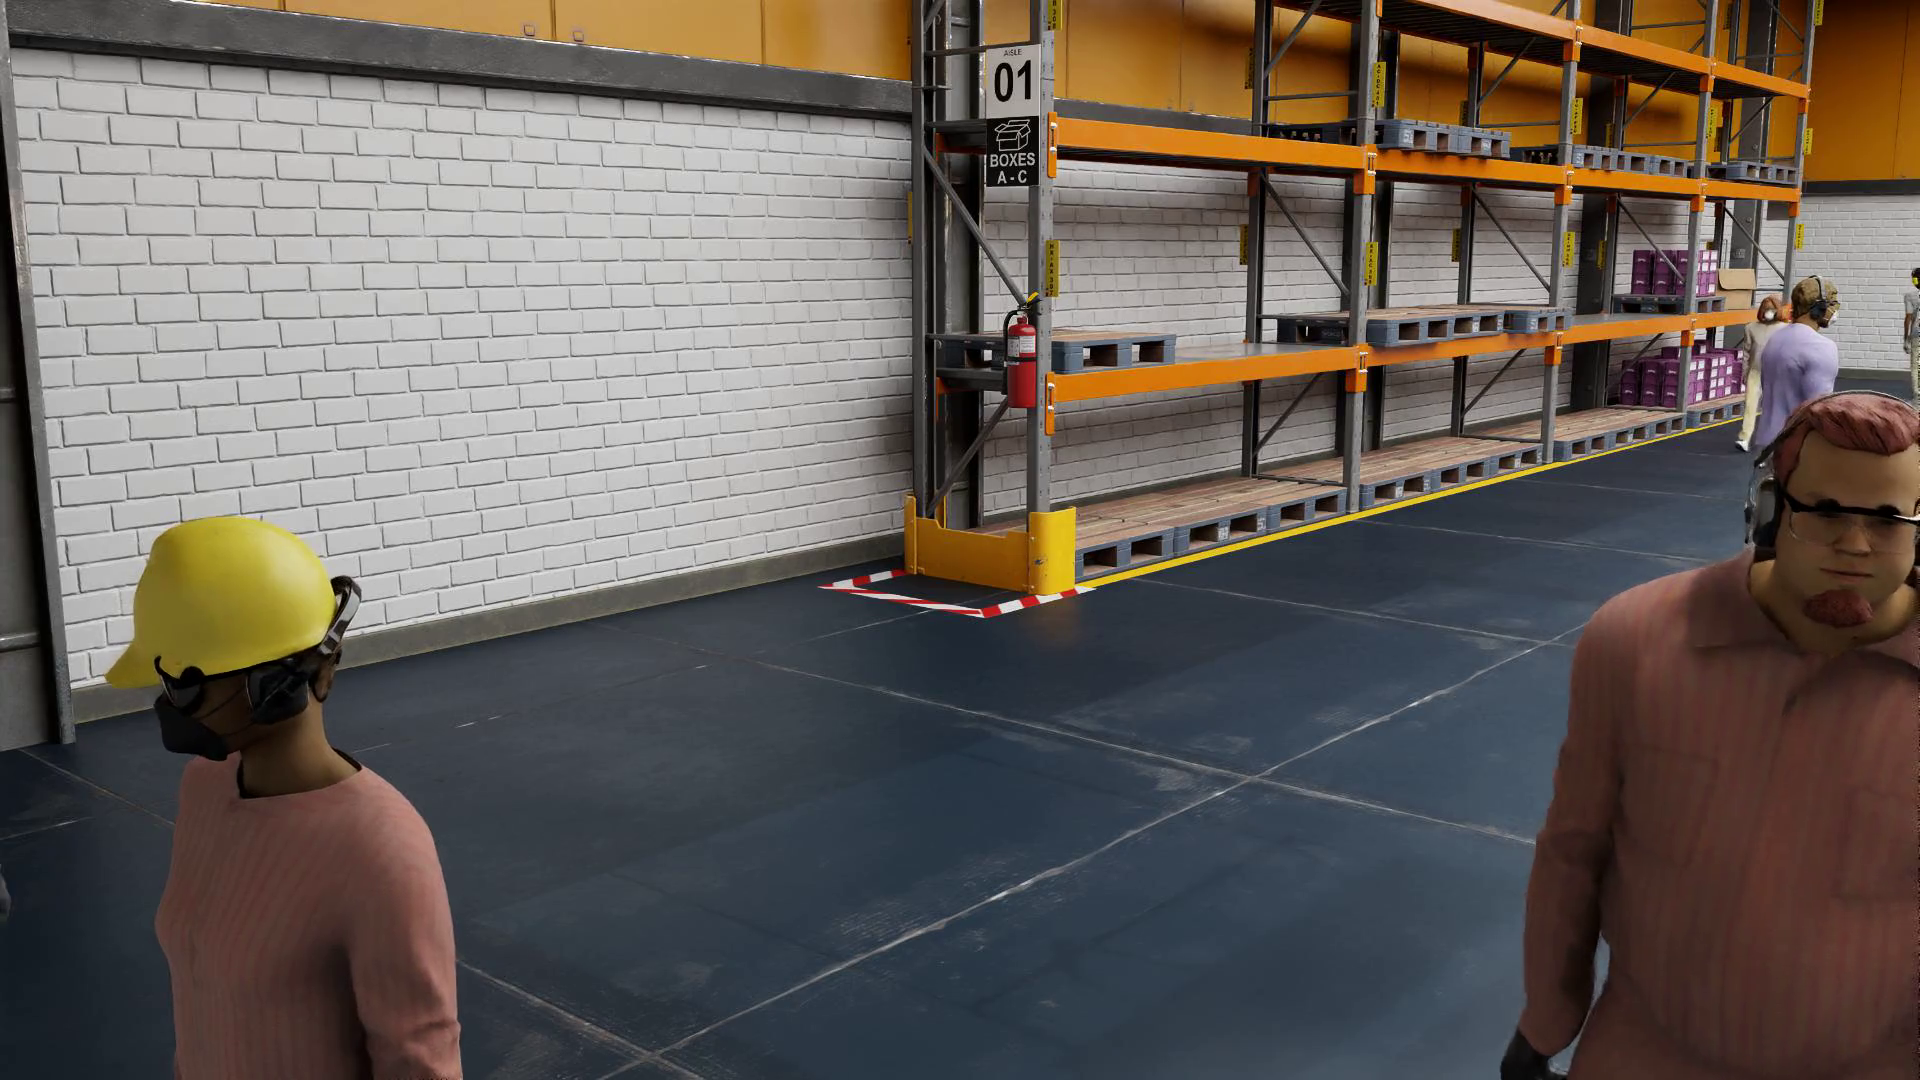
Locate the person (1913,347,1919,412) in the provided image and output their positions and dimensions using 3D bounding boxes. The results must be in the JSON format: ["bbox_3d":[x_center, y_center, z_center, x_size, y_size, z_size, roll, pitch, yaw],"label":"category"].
[{"bbox_3d":[6.069,-0.651,10.000,0.622,1.969,0.822,6,11,29],"label":"person"}]

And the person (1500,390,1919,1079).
[{"bbox_3d":[1.111,0.736,2.298,0.695,1.899,0.482,6,12,32],"label":"person"}]

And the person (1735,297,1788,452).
[{"bbox_3d":[8.201,-1.676,16.924,0.505,1.577,0.882,8,12,37],"label":"person"}]

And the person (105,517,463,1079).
[{"bbox_3d":[-0.838,0.837,2.113,0.523,1.763,0.329,8,12,37],"label":"person"}]

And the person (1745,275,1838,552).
[{"bbox_3d":[4.552,-0.469,9.089,0.368,1.932,0.622,1,10,3],"label":"person"}]

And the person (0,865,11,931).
[{"bbox_3d":[-2.086,0.633,3.024,0.998,1.843,0.674,4,11,23],"label":"person"}]

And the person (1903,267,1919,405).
[{"bbox_3d":[12.609,-2.638,21.698,0.580,1.834,0.709,2,10,10],"label":"person"}]
